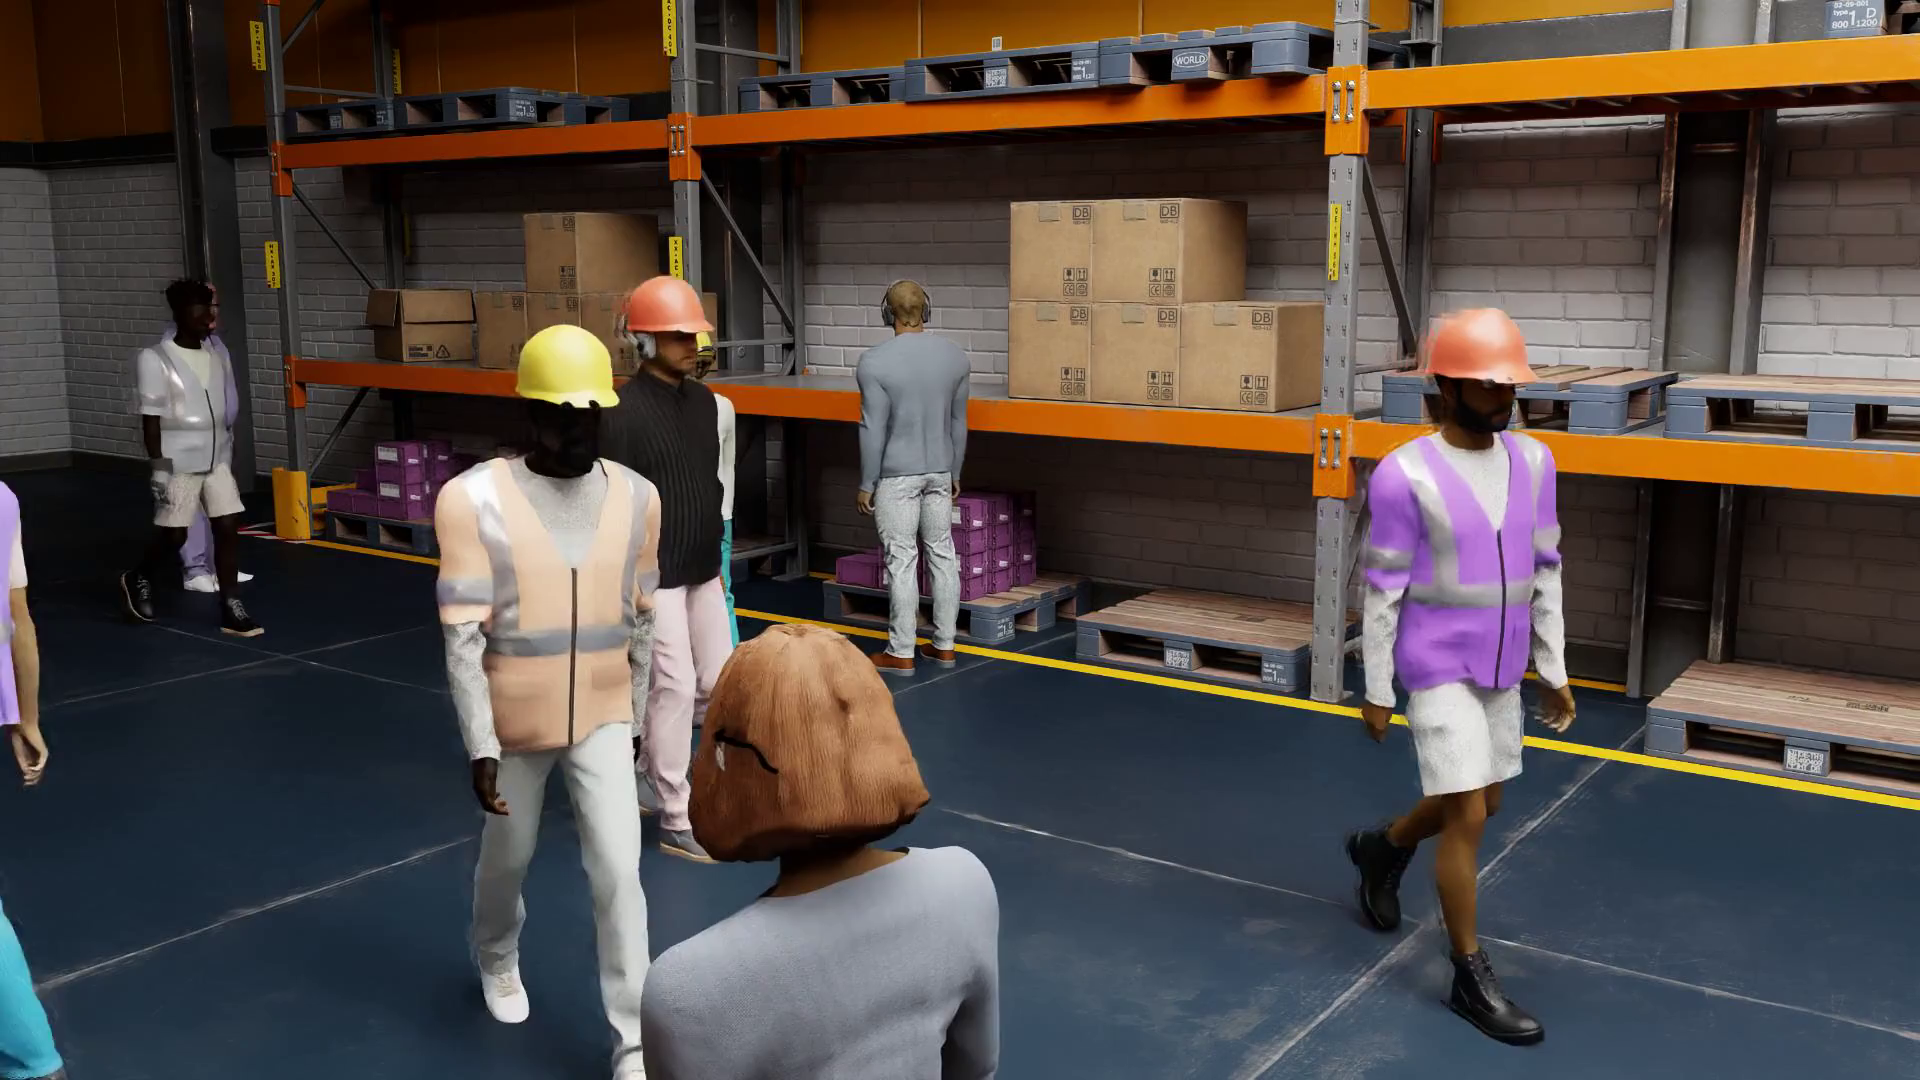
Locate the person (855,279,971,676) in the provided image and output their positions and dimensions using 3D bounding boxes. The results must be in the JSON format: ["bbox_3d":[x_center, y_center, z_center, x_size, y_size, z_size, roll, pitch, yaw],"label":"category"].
[{"bbox_3d":[-0.237,-0.301,8.148,0.627,1.936,0.374,-7,12,-34],"label":"person"}]

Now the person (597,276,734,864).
[{"bbox_3d":[-1.024,0.101,5.629,0.572,1.973,0.634,5,11,25],"label":"person"}]

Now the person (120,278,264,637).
[{"bbox_3d":[-4.203,-0.441,8.978,0.819,1.940,0.615,5,11,26],"label":"person"}]

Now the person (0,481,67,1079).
[{"bbox_3d":[-2.568,0.463,3.995,0.948,1.793,0.596,3,10,16],"label":"person"}]

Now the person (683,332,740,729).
[{"bbox_3d":[-1.169,-0.064,7.235,0.312,1.767,0.533,5,11,27],"label":"person"}]

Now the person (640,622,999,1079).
[{"bbox_3d":[-0.149,0.900,1.891,0.270,1.631,0.507,9,13,42],"label":"person"}]

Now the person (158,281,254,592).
[{"bbox_3d":[-4.642,-0.631,10.235,0.402,1.899,0.631,0,10,3],"label":"person"}]

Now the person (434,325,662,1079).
[{"bbox_3d":[-1.011,0.403,4.136,0.580,1.883,1.010,-6,11,-30],"label":"person"}]

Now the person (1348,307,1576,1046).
[{"bbox_3d":[1.324,0.319,4.551,0.560,1.915,0.849,-4,10,-22],"label":"person"}]
